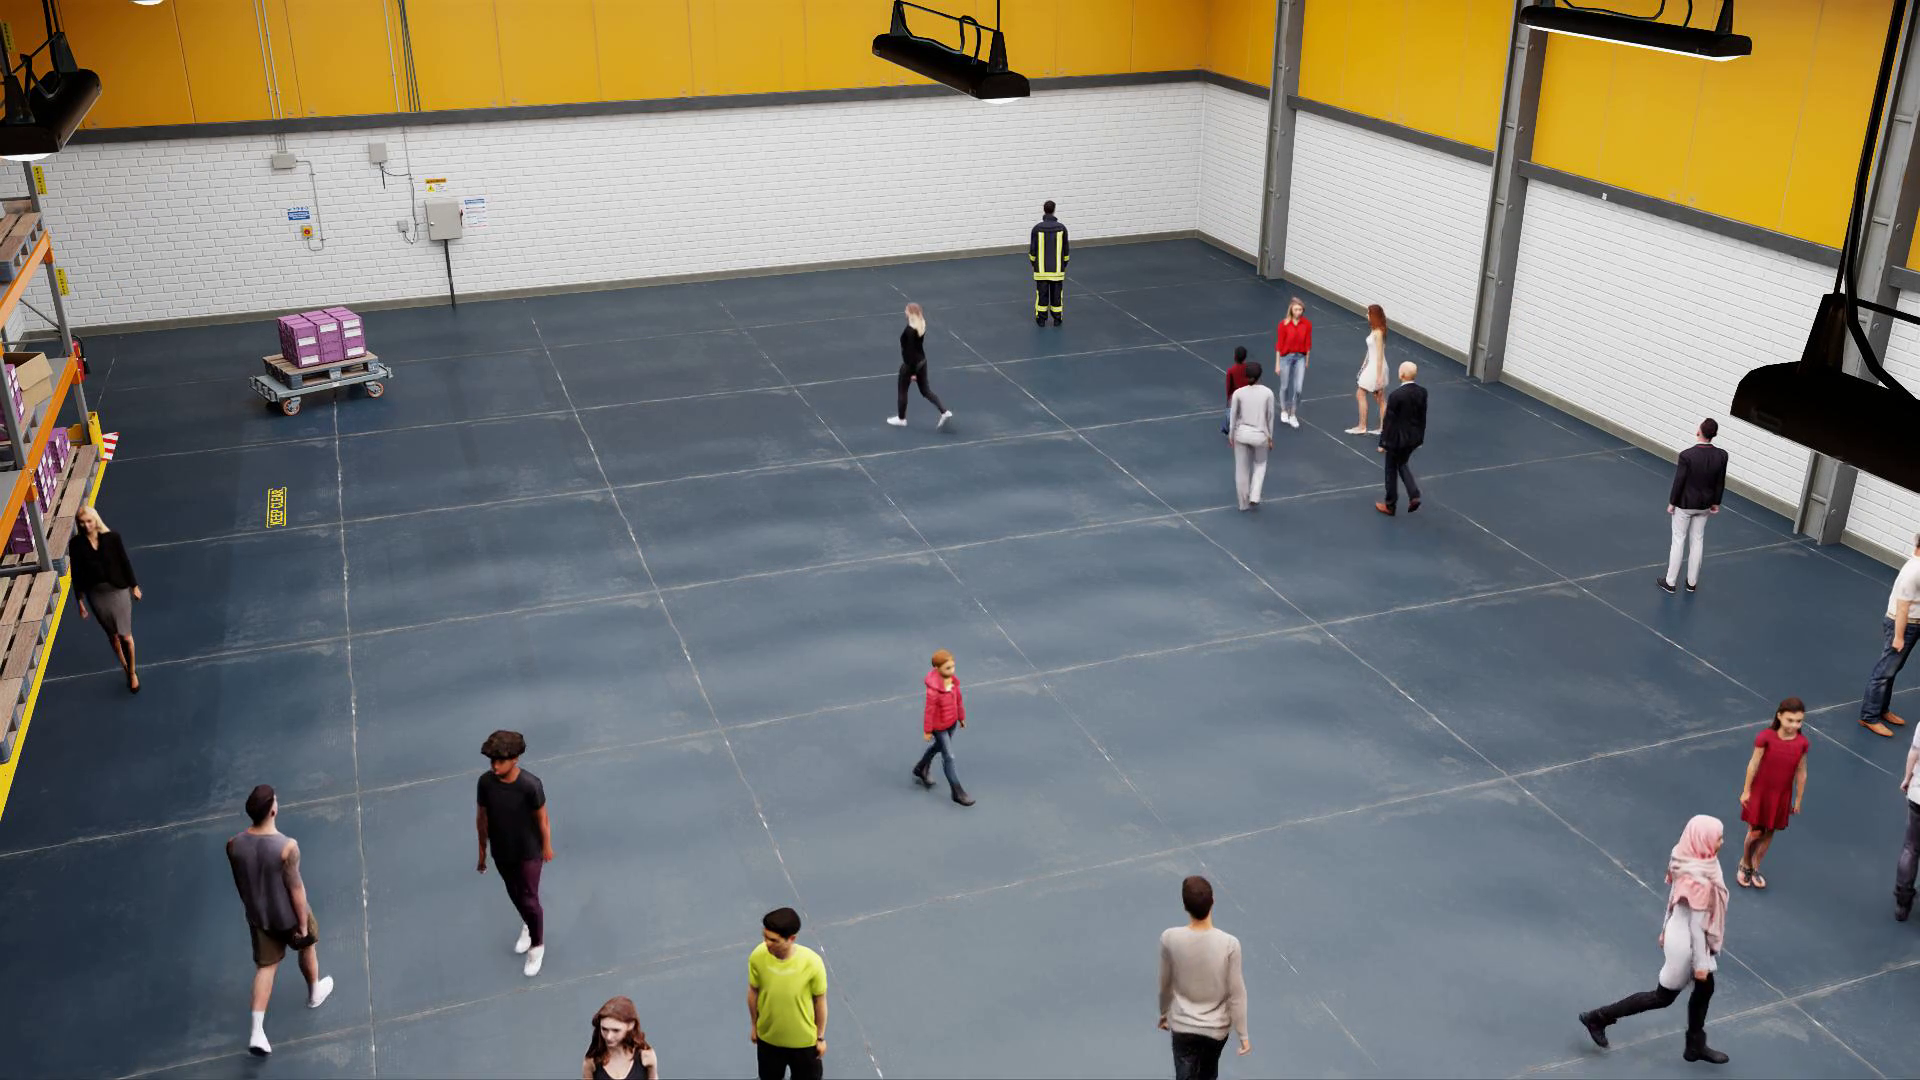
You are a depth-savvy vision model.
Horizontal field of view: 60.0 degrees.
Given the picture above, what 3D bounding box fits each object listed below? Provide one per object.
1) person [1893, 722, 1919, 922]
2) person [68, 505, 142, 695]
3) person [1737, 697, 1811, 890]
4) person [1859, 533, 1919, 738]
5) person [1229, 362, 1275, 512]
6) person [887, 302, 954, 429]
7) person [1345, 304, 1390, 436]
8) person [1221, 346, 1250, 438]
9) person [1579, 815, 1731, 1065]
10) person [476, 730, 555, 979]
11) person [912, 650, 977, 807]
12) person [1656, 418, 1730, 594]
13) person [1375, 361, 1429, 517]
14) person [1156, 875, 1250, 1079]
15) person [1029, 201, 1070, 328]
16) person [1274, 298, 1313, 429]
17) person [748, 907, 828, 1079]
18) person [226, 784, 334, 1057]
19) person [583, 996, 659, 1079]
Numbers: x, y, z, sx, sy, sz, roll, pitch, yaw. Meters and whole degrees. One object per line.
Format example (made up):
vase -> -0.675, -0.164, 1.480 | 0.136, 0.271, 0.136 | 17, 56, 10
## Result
person -> 6.834, 1.882, 11.658 | 0.876, 1.817, 0.926 | 19, 30, 36
person -> -7.569, 0.503, 14.808 | 0.647, 1.823, 0.678 | -9, 25, -20
person -> 5.923, 1.800, 12.182 | 0.679, 1.547, 0.746 | 3, 24, 7
person -> 8.046, 0.745, 14.219 | 0.740, 1.851, 0.710 | -20, 31, -38
person -> 3.267, -1.126, 18.652 | 0.787, 1.727, 0.812 | 4, 24, 10
person -> -0.485, -2.187, 21.171 | 1.147, 1.655, 1.085 | 11, 26, 23
person -> 5.349, -2.117, 20.976 | 0.868, 1.681, 0.829 | 6, 24, 13
person -> 3.509, -1.790, 20.779 | 0.597, 1.240, 0.915 | -4, 24, -10
person -> 4.387, 2.508, 10.286 | 1.149, 1.770, 1.156 | 8, 25, 17
person -> -2.993, 2.036, 11.370 | 0.810, 1.765, 0.887 | 7, 24, 15
person -> -0.185, 1.459, 13.287 | 0.972, 1.288, 0.817 | 18, 29, 35
person -> 7.382, -0.352, 16.735 | 0.734, 1.844, 0.689 | 0, 24, 1
person -> 4.963, -1.084, 18.482 | 0.729, 1.787, 0.822 | -11, 26, -24
person -> 1.367, 2.847, 9.467 | 1.067, 1.805, 1.312 | 6, 24, 13
person -> 1.372, -4.246, 25.549 | 0.866, 1.920, 0.812 | 0, 24, -1
person -> 4.259, -2.314, 21.426 | 0.763, 1.681, 0.844 | -1, 24, -2
person -> -0.997, 2.821, 9.651 | 0.698, 1.706, 0.708 | 5, 24, 11
person -> -4.396, 2.414, 10.586 | 0.882, 1.819, 1.223 | 0, 24, 0
person -> -1.777, 3.142, 8.869 | 0.608, 1.743, 0.527 | -6, 24, -13
